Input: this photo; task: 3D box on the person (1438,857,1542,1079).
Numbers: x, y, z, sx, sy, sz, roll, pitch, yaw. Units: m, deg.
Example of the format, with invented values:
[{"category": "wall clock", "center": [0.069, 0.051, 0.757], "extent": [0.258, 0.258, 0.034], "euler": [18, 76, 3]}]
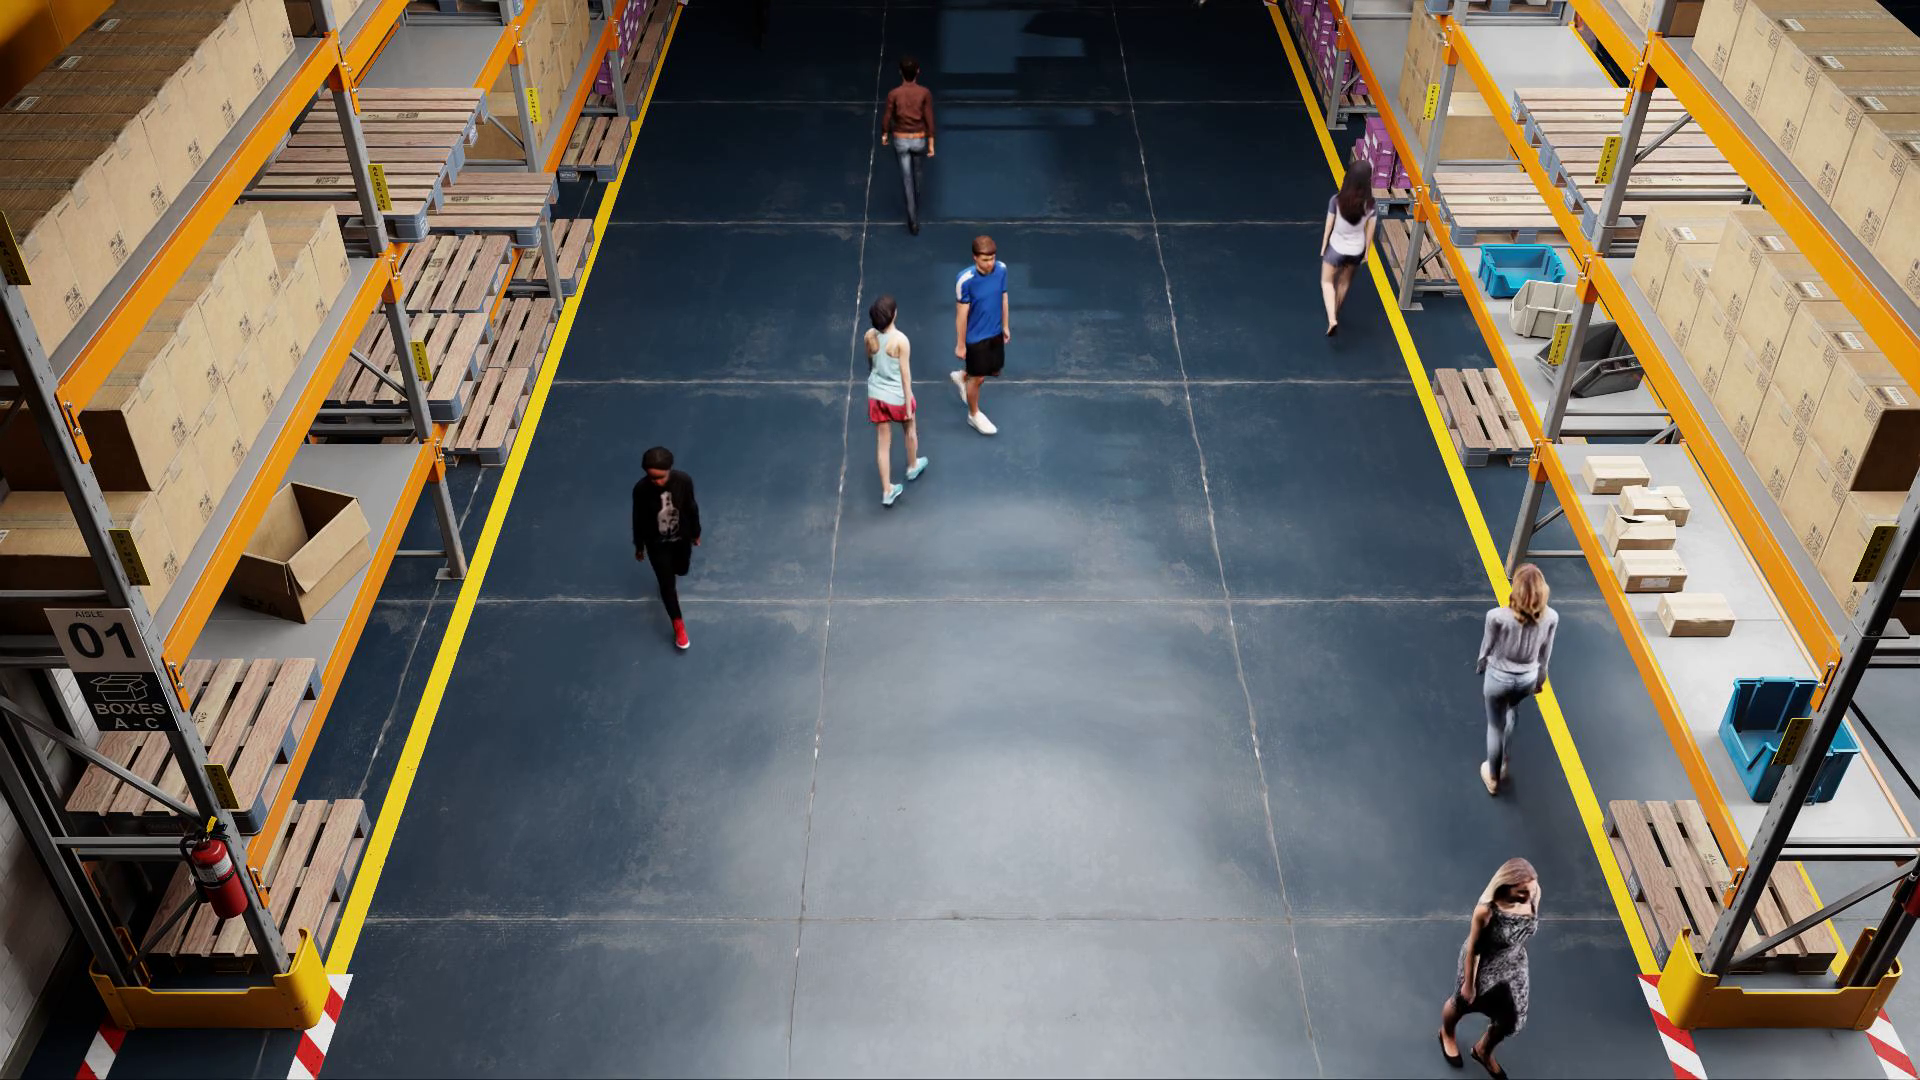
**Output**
[{"category": "person", "center": [2.806, 2.226, 8.983], "extent": [0.697, 1.684, 0.757], "euler": [-13, 41, -16]}]

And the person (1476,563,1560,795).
[{"category": "person", "center": [3.481, 0.954, 10.501], "extent": [0.591, 1.778, 0.575], "euler": [1, 39, 2]}]

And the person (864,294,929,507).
[{"category": "person", "center": [-0.583, -1.057, 13.047], "extent": [0.838, 1.743, 1.003], "euler": [17, 42, 21]}]

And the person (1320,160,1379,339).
[{"category": "person", "center": [3.479, -2.599, 15.022], "extent": [0.617, 1.688, 0.916], "euler": [2, 39, 3]}]

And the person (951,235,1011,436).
[{"category": "person", "center": [0.129, -1.766, 13.853], "extent": [0.964, 1.845, 1.037], "euler": [-27, 46, -30]}]

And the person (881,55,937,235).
[{"category": "person", "center": [-0.487, -3.903, 16.614], "extent": [0.825, 1.739, 1.112], "euler": [-8, 39, -10]}]

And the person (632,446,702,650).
[{"category": "person", "center": [-2.102, -0.058, 11.876], "extent": [0.904, 1.644, 1.126], "euler": [-14, 41, -17]}]
